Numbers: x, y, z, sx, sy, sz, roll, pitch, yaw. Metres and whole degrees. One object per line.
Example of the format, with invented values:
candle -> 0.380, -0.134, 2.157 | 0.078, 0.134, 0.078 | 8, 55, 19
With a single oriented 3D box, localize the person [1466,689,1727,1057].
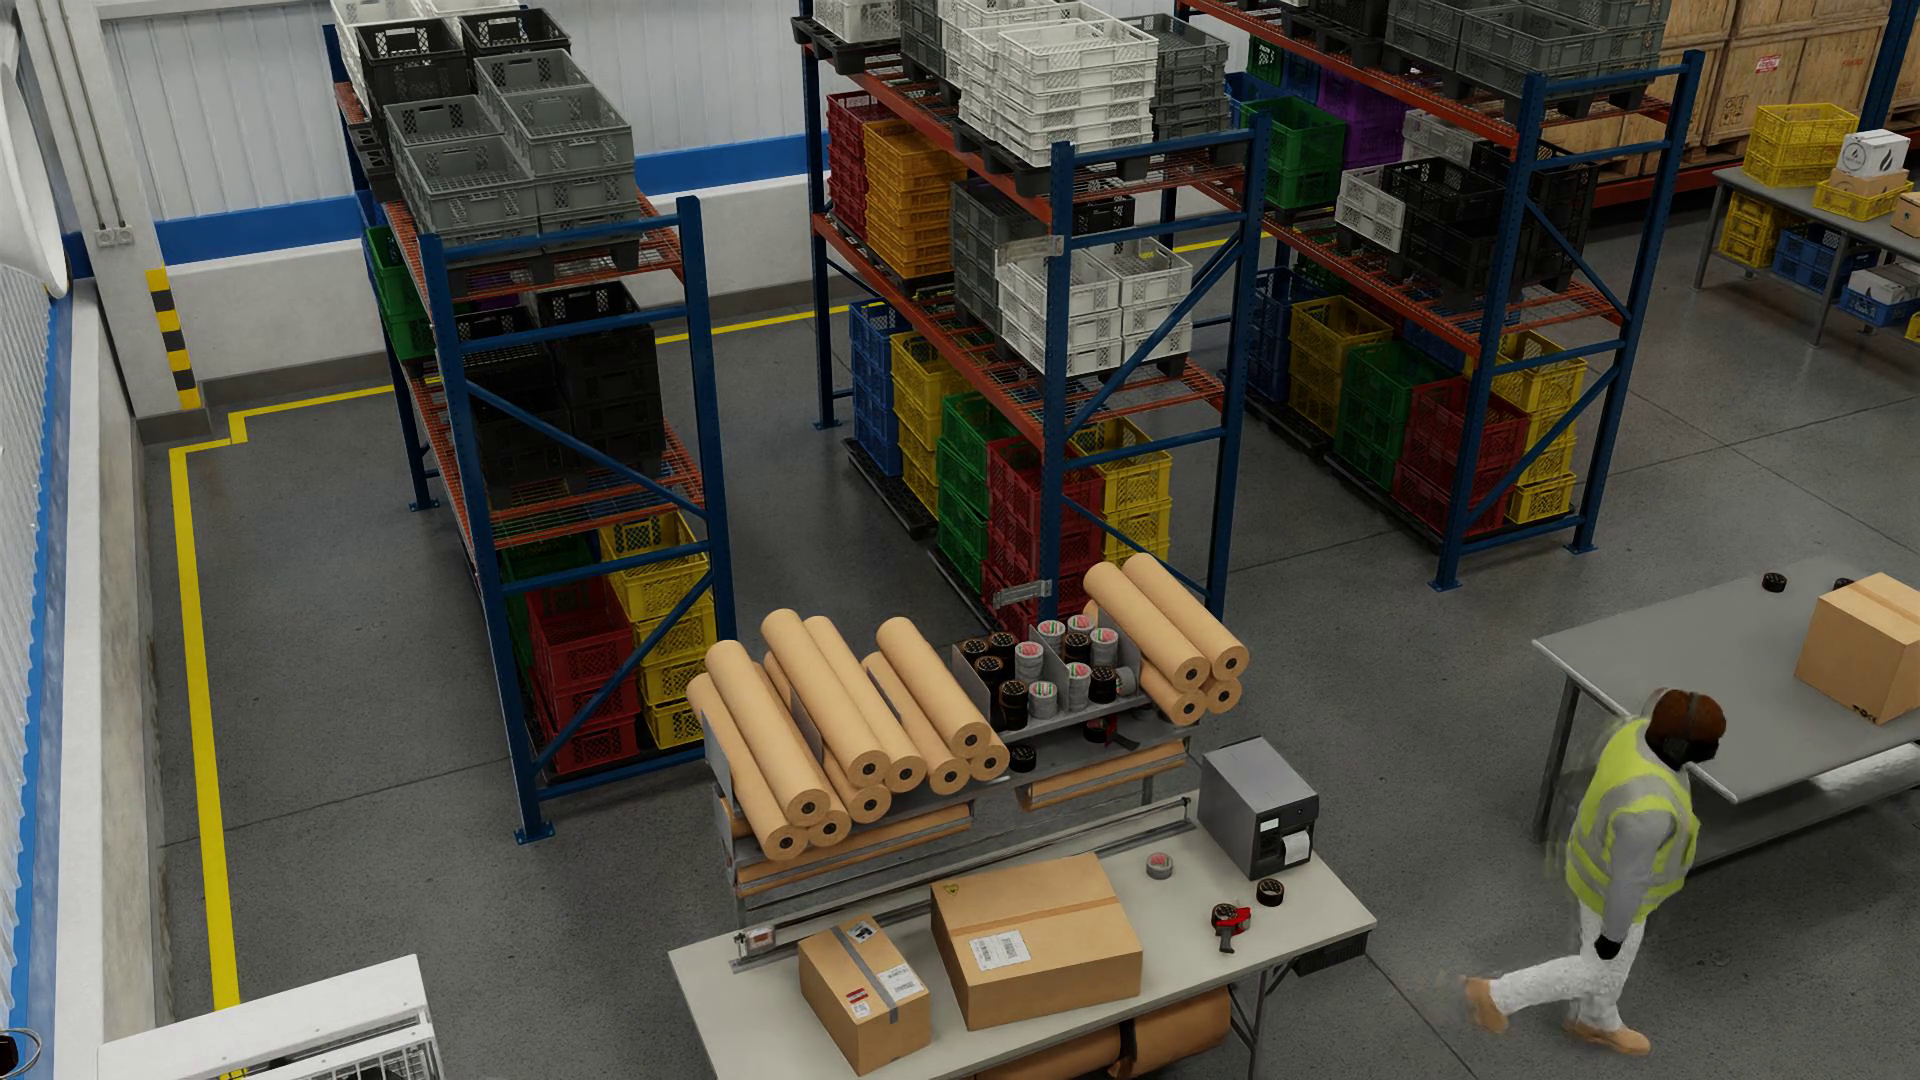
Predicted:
person -> 2.457, 1.290, 6.391 | 0.664, 1.818, 0.636 | 11, 33, 17

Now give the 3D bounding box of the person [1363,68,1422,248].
person -> 3.565, -3.368, 13.888 | 0.574, 1.885, 0.355 | -21, 37, -30
